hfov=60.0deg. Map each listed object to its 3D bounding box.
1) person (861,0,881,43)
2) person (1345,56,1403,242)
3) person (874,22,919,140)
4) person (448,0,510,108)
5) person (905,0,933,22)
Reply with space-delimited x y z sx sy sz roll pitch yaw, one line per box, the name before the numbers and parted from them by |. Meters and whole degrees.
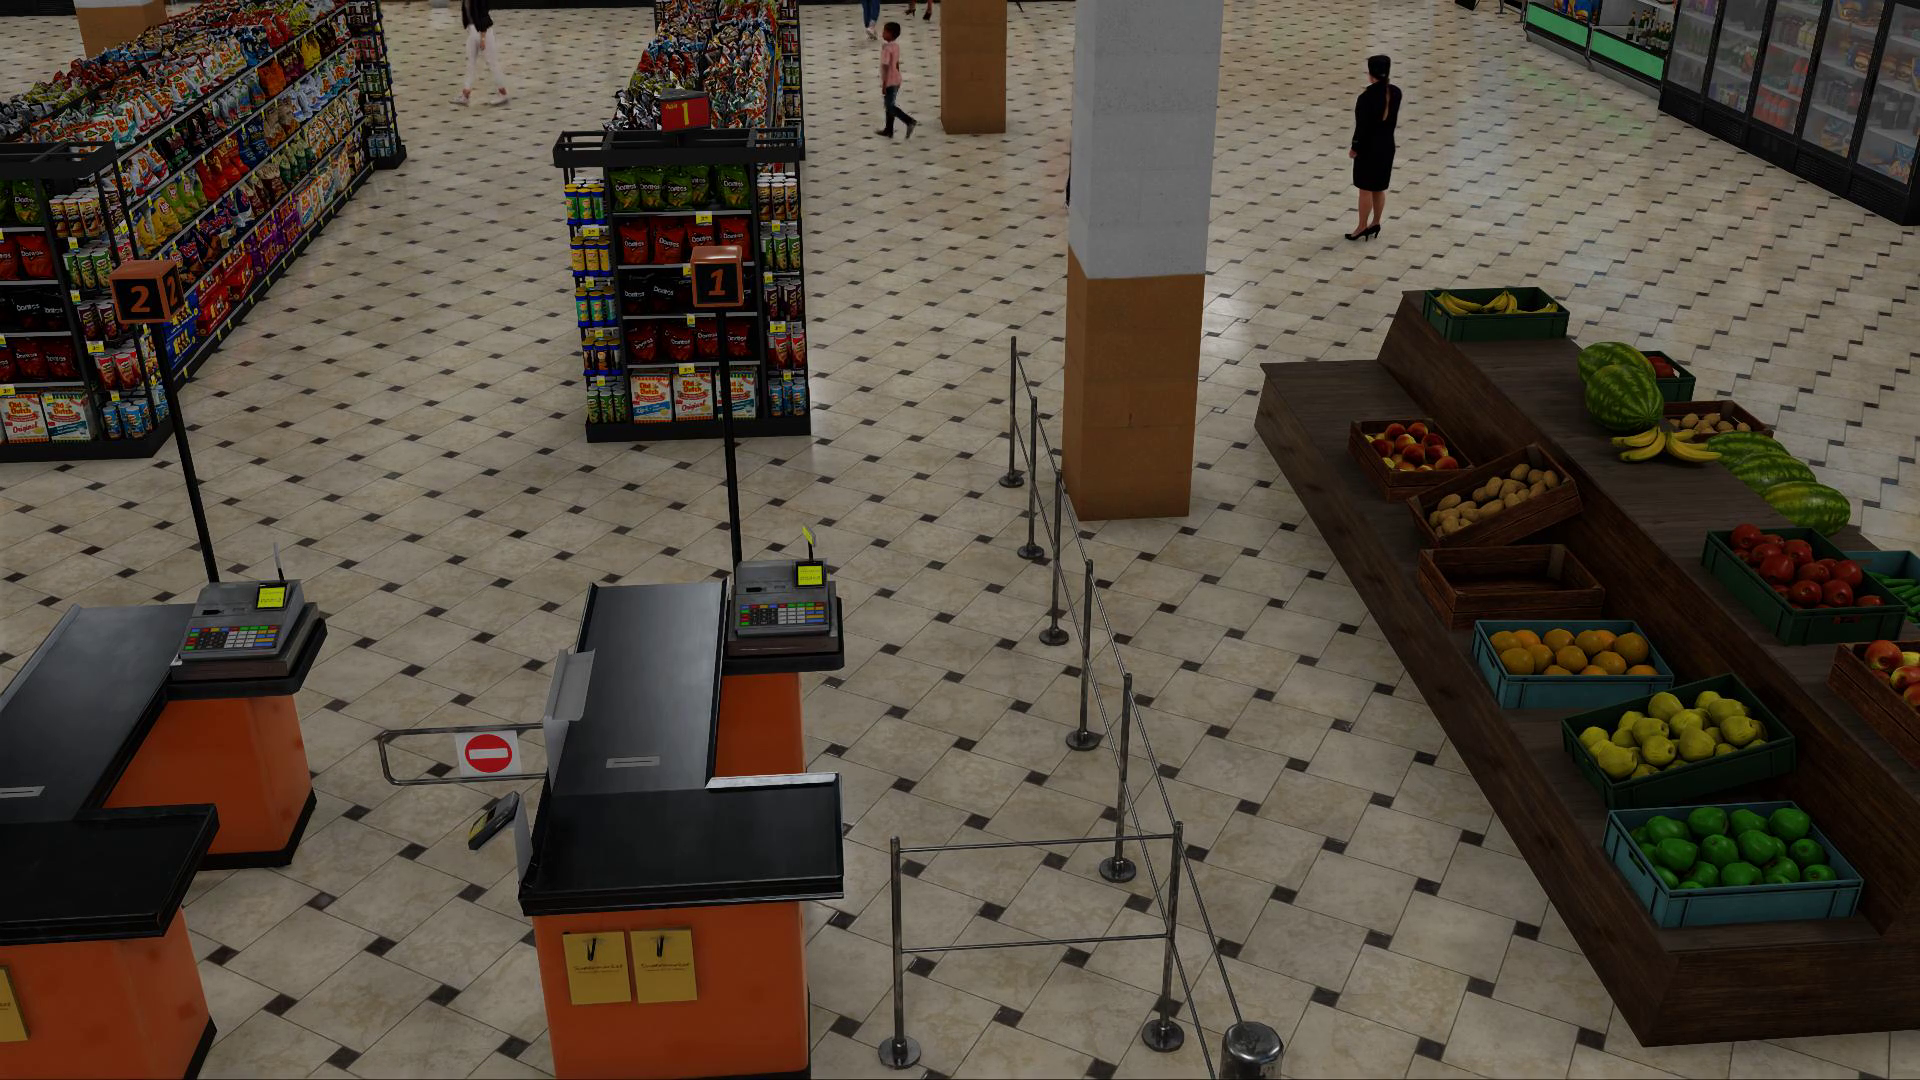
person | -1.342 -7.972 24.128 0.666 1.471 0.773 5 27 9
person | 3.792 -3.577 15.241 0.801 1.670 0.813 -18 32 -31
person | -0.723 -5.177 18.808 0.740 1.298 0.793 9 28 16
person | -5.777 -6.137 20.285 1.031 1.674 1.084 22 34 36
person | -0.530 -8.928 25.695 0.843 1.758 1.001 -14 30 -26
